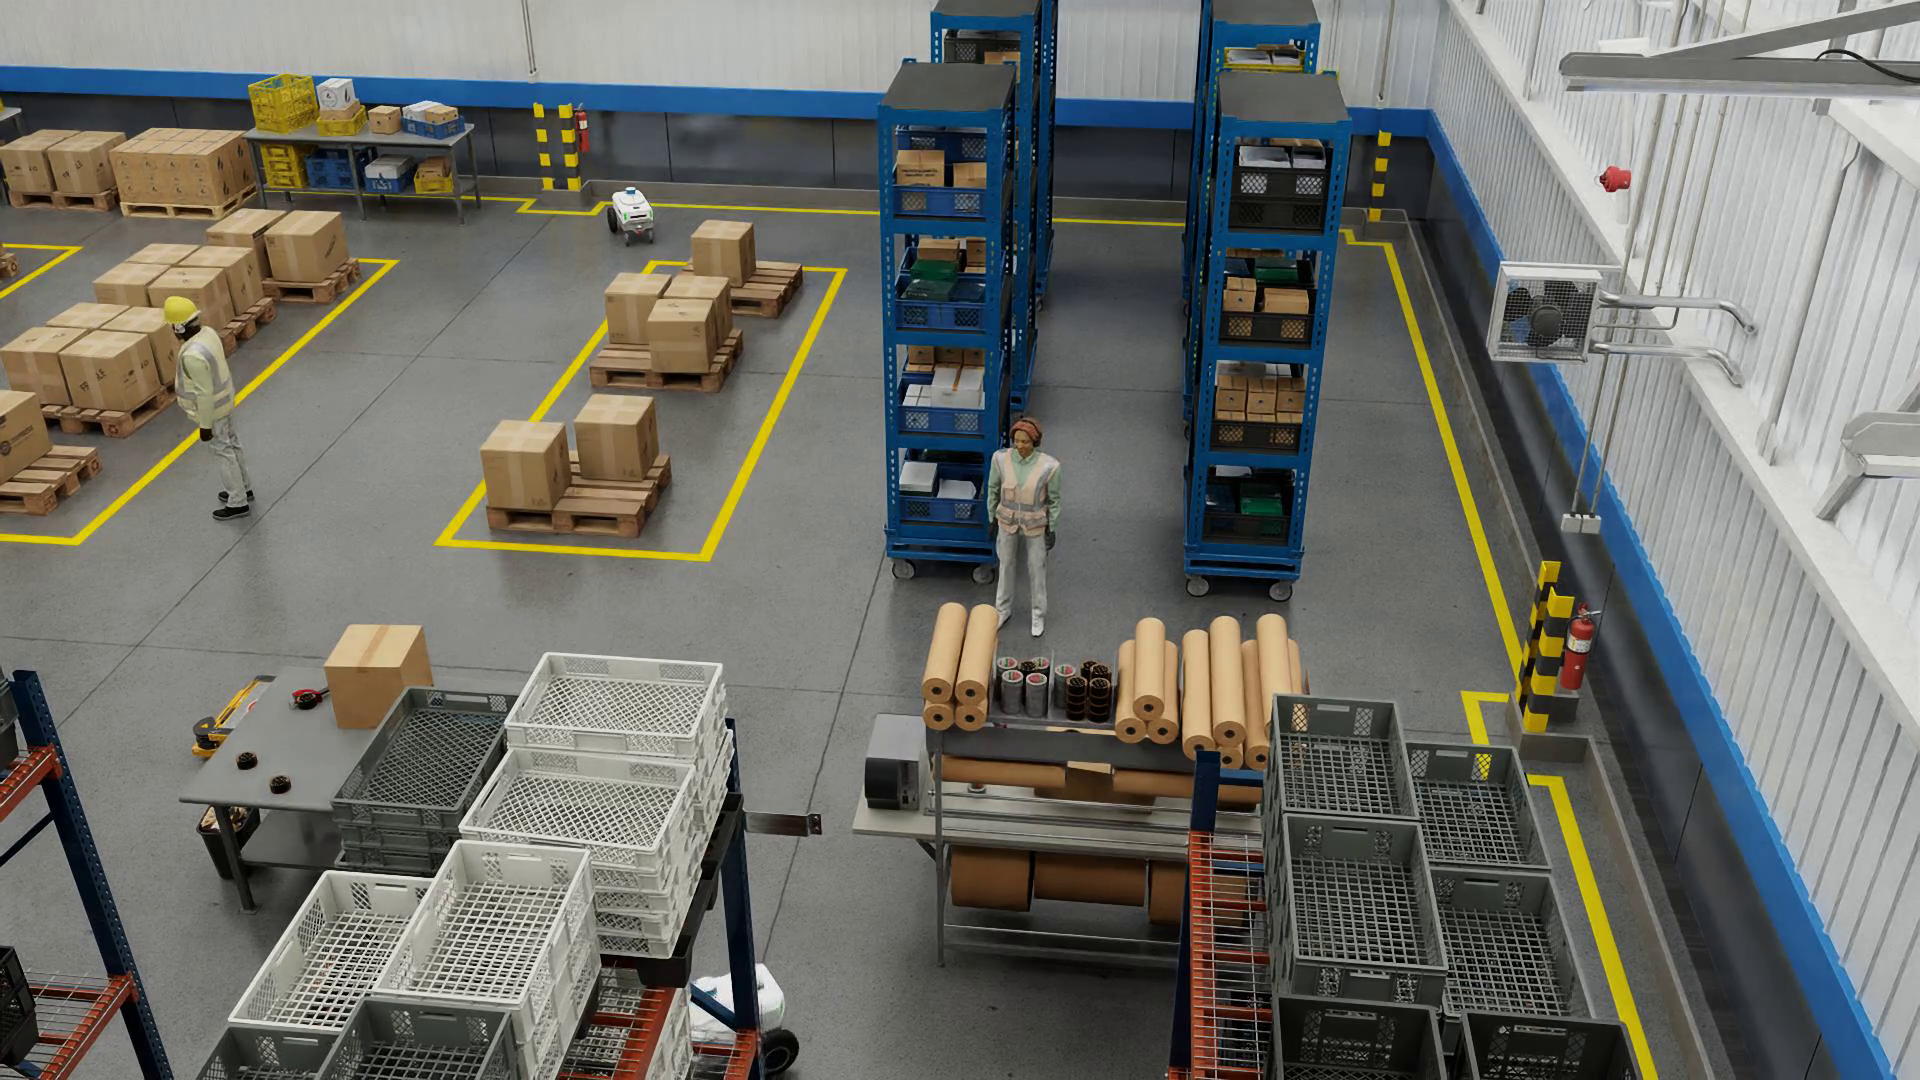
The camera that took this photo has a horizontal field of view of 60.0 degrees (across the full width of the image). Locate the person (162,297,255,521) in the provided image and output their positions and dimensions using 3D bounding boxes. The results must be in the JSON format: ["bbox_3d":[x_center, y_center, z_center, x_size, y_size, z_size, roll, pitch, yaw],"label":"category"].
[{"bbox_3d":[-5.818,-1.027,12.876,0.403,1.822,0.599,-6,31,-9],"label":"person"}]

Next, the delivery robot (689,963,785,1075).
[{"bbox_3d":[-1.237,2.366,8.211,0.707,0.478,0.477,-16,34,-26],"label":"delivery robot"}]

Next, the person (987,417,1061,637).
[{"bbox_3d":[0.434,-0.096,11.458,0.514,1.641,0.307,8,31,13],"label":"person"}]

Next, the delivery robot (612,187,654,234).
[{"bbox_3d":[-3.668,-3.708,18.645,0.477,0.478,0.707,-11,32,-18],"label":"delivery robot"}]
